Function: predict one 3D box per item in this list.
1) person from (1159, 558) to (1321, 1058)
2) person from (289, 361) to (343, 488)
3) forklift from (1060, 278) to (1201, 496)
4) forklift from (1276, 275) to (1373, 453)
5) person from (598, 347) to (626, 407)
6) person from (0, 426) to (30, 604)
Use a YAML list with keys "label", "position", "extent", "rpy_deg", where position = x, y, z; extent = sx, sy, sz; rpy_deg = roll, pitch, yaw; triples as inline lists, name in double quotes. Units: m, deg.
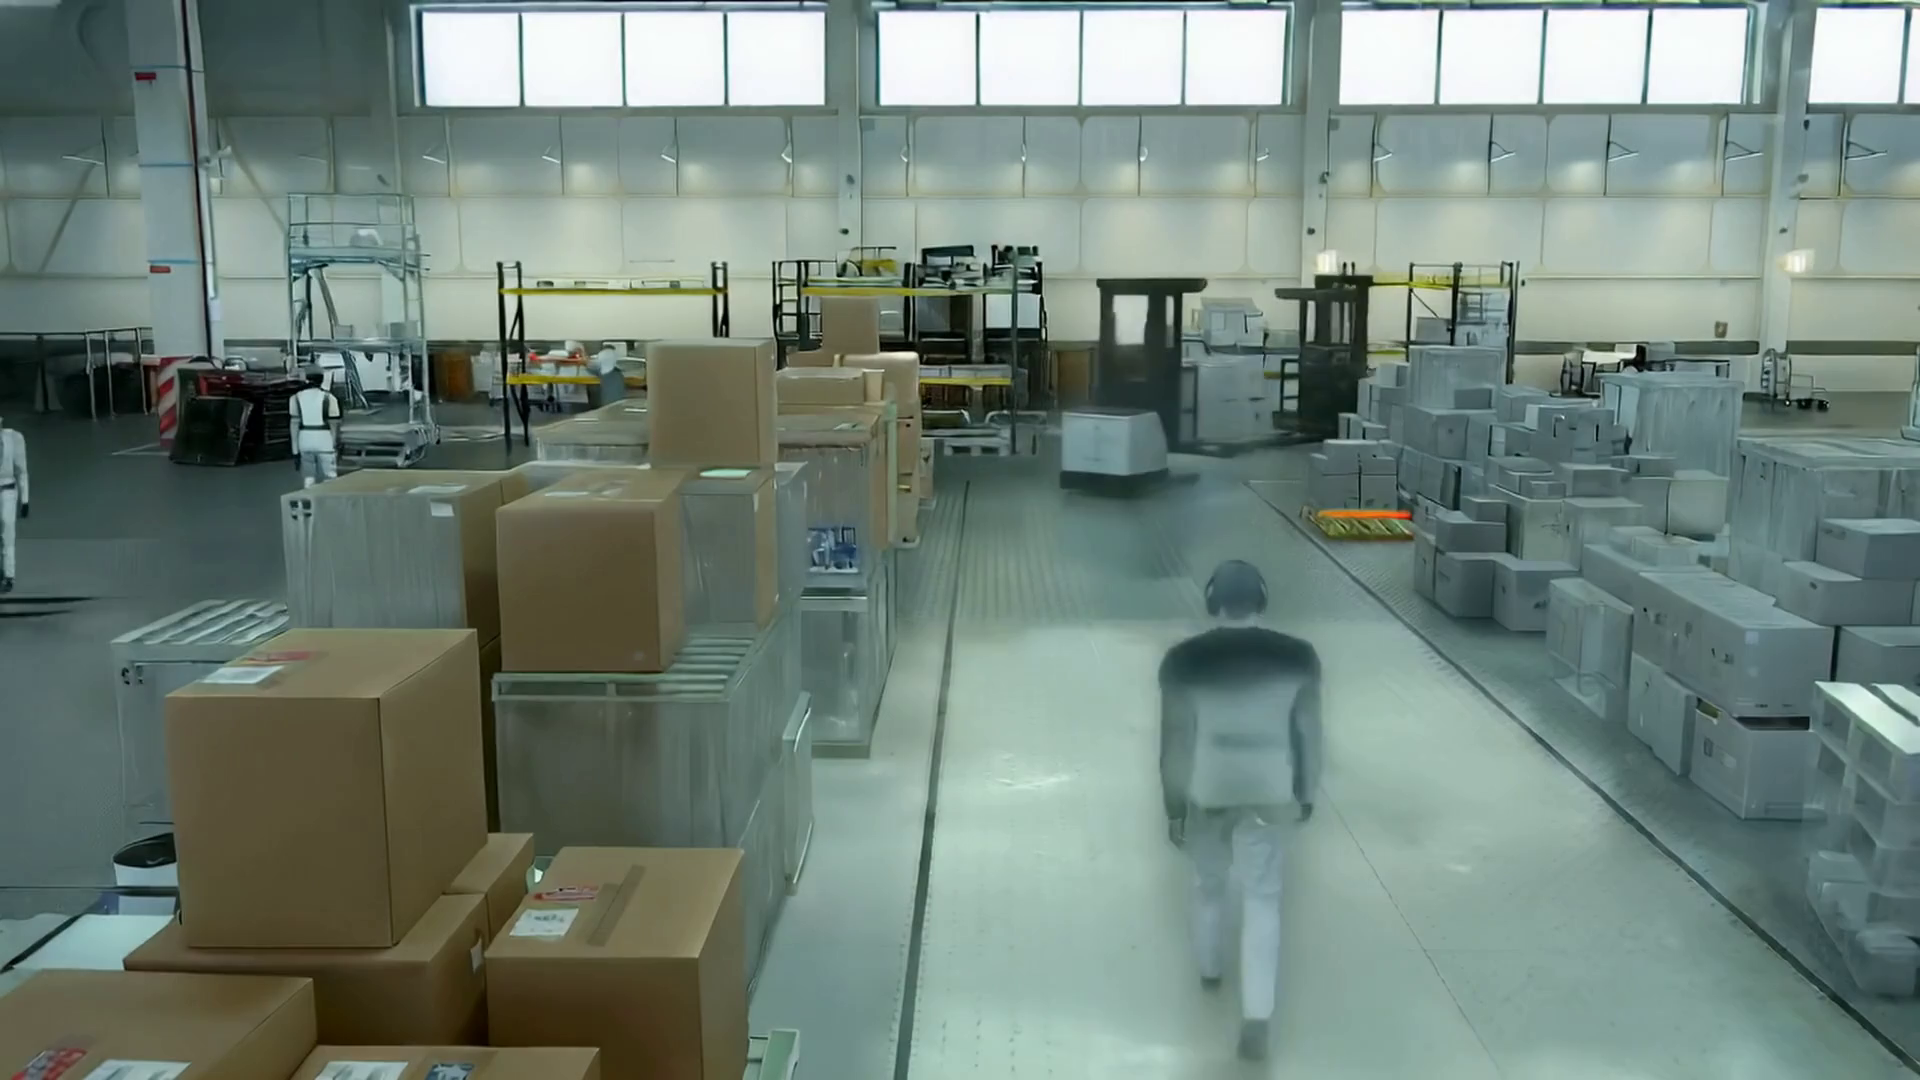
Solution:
- label: "person"
  position: [1.088, 1.015, 6.511]
  extent: [0.632, 1.902, 0.985]
  rpy_deg: [2, 10, 9]
- label: "person"
  position: [-7.229, -1.048, 18.734]
  extent: [0.553, 1.935, 0.364]
  rpy_deg: [-1, 10, -5]
- label: "forklift"
  position: [2.268, -2.074, 22.058]
  extent: [1.129, 2.768, 1.873]
  rpy_deg: [7, 12, 38]
- label: "forklift"
  position: [6.135, -2.870, 26.825]
  extent: [1.873, 2.768, 1.129]
  rpy_deg: [-8, 12, -39]
- label: "person"
  position: [-4.515, -1.541, 21.689]
  extent: [0.362, 1.936, 0.631]
  rpy_deg: [-3, 10, -16]
- label: "person"
  position: [-8.617, -0.363, 14.823]
  extent: [0.576, 1.872, 0.444]
  rpy_deg: [-5, 11, -28]
